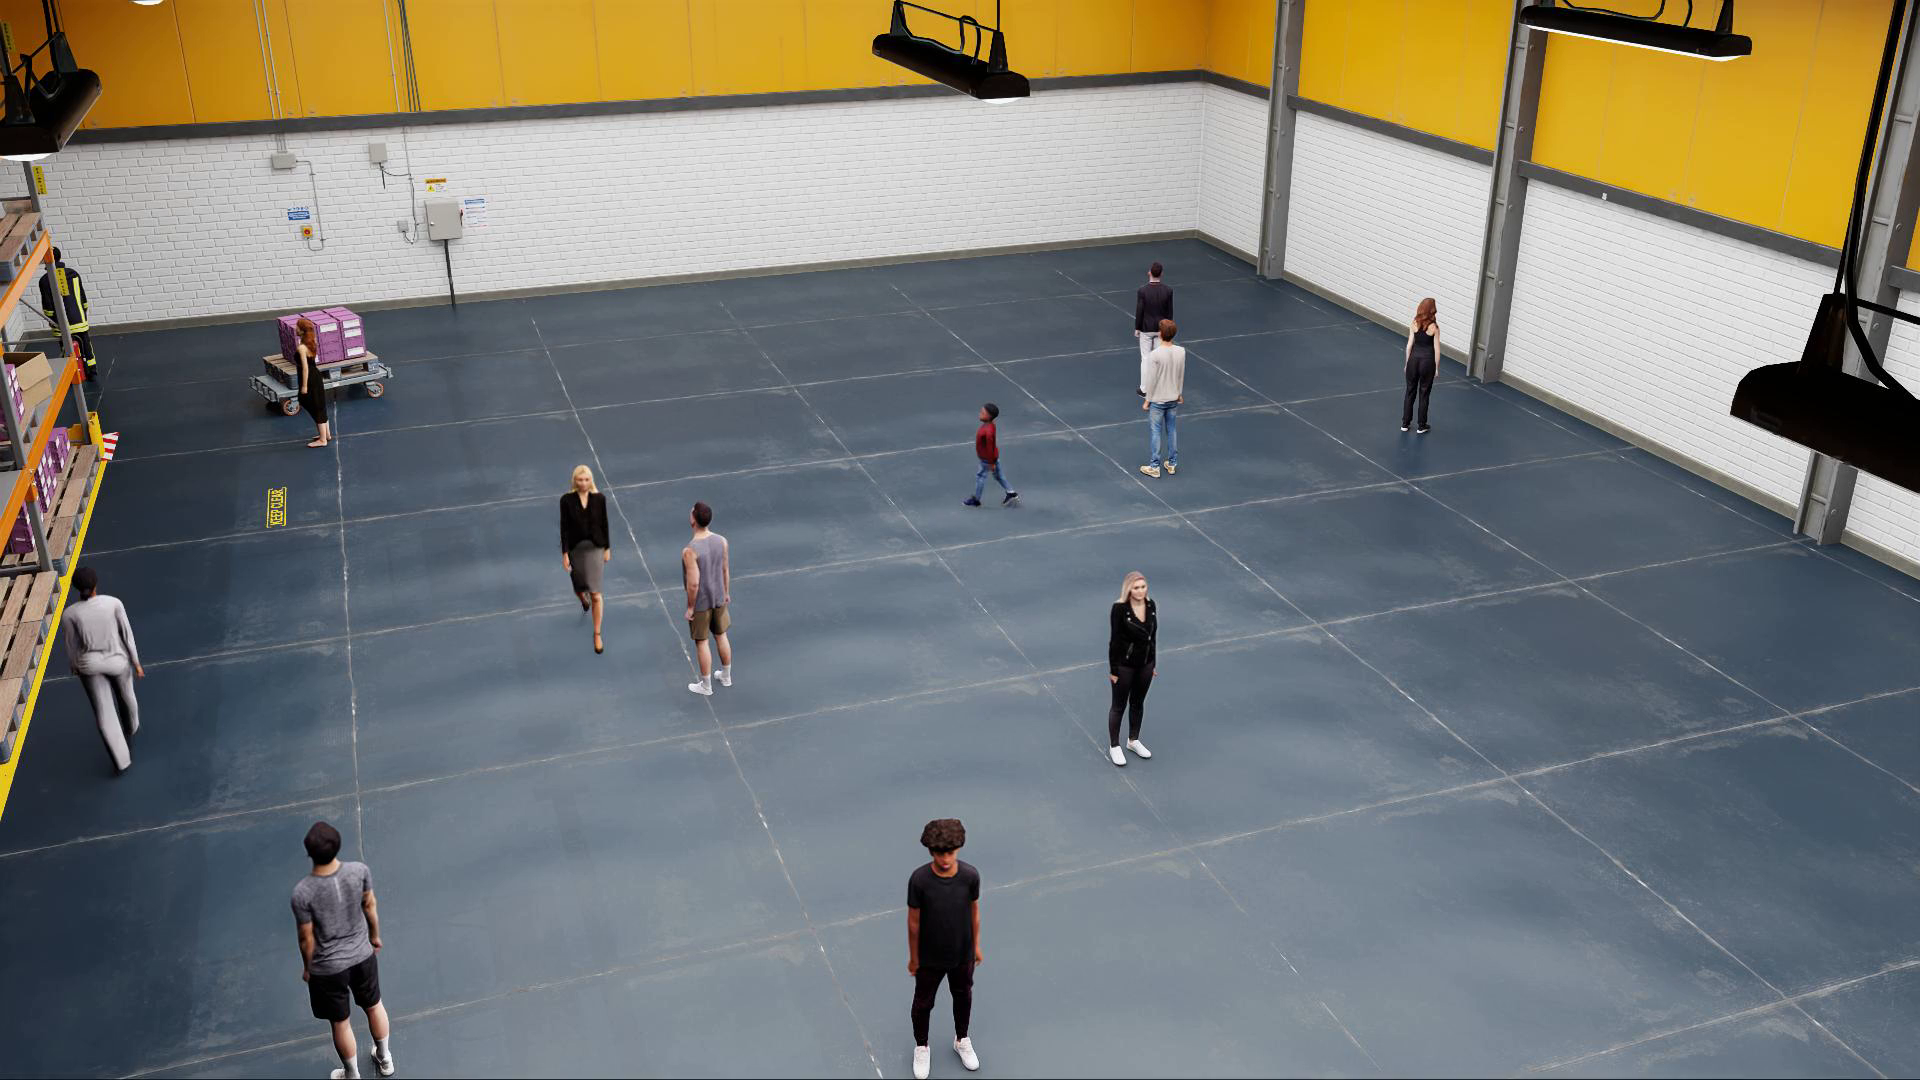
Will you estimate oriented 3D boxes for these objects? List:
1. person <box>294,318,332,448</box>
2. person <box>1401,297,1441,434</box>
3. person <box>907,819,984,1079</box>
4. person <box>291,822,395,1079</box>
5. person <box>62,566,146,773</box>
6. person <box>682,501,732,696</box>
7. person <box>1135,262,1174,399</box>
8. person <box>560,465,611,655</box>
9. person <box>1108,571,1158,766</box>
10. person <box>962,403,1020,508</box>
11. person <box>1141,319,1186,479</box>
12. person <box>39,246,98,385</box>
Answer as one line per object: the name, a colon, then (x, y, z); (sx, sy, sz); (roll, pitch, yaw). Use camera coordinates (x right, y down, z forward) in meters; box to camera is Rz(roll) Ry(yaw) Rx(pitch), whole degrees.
person: (-8.073, -1.970, 20.711); (0.702, 1.625, 0.595); (-1, 24, -3)
person: (5.861, -2.233, 21.160); (0.638, 1.746, 0.723); (14, 27, 29)
person: (-0.095, 2.498, 10.292); (0.641, 1.783, 0.583); (-6, 24, -13)
person: (-3.750, 2.531, 10.108); (0.734, 1.871, 0.709); (-21, 31, -40)
person: (-7.010, 1.083, 13.643); (0.817, 1.692, 1.153); (-14, 27, -28)
person: (-2.263, 0.520, 14.828); (0.720, 1.845, 0.715); (21, 31, 39)
person: (2.598, -2.836, 22.419); (0.712, 1.843, 0.624); (-3, 24, -6)
person: (-3.534, 0.140, 15.645); (0.652, 1.816, 1.077); (-7, 24, -15)
person: (1.416, 1.036, 13.756); (0.627, 1.687, 0.562); (-11, 26, -24)
person: (0.395, -0.958, 18.865); (0.821, 1.250, 0.870); (4, 24, 9)
person: (2.415, -1.680, 19.701); (0.693, 1.903, 0.588); (-11, 26, -23)
person: (-12.306, -3.101, 22.921); (0.917, 1.927, 0.895); (14, 27, 29)
